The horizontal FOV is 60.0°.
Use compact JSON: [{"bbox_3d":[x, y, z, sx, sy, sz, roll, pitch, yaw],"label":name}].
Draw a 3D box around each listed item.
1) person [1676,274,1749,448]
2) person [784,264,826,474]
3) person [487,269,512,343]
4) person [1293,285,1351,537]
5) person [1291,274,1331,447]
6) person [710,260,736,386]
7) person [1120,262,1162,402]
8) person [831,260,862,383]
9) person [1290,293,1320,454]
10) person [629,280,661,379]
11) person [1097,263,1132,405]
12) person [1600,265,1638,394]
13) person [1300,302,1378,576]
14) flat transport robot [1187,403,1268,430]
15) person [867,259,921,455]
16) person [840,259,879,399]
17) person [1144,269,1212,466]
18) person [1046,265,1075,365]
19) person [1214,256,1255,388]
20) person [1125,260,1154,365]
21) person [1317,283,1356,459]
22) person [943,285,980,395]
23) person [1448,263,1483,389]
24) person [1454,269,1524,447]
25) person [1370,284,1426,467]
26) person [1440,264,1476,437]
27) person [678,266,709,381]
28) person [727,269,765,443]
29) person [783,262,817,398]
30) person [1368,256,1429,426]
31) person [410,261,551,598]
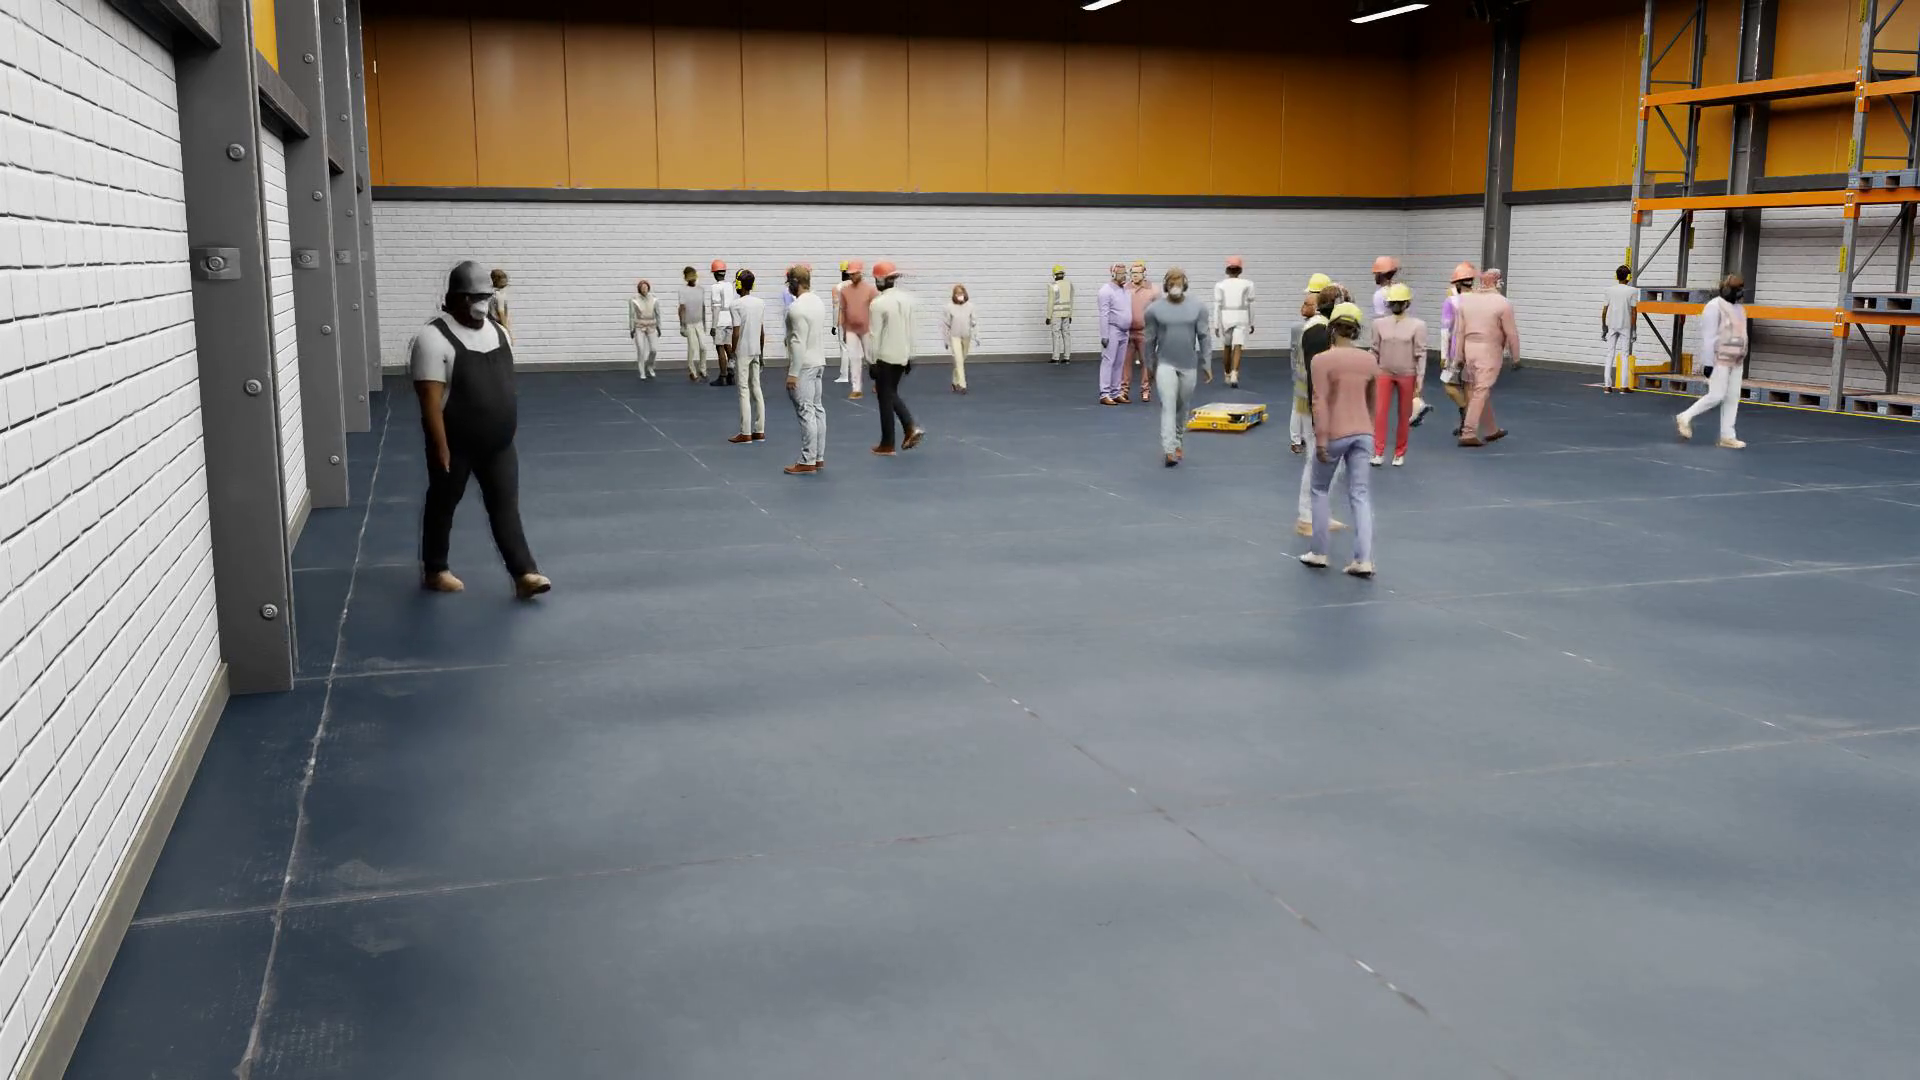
[{"bbox_3d":[8.006,-1.890,17.546,0.638,1.823,0.645,-7,12,-33],"label":"person"},{"bbox_3d":[-1.440,-1.568,15.375,0.370,1.934,0.627,3,10,15],"label":"person"},{"bbox_3d":[-6.604,-2.928,23.631,0.496,1.808,0.660,-8,12,-38],"label":"person"},{"bbox_3d":[2.635,-0.916,12.019,0.431,1.825,0.670,5,11,27],"label":"person"},{"bbox_3d":[3.732,-1.850,17.318,0.404,1.825,0.587,-6,11,-30],"label":"person"},{"bbox_3d":[-3.675,-3.326,25.546,0.360,1.931,0.553,5,11,25],"label":"person"},{"bbox_3d":[2.431,-2.843,22.829,0.642,1.909,0.399,3,10,18],"label":"person"},{"bbox_3d":[-1.764,-3.426,26.147,0.588,1.927,0.370,-7,12,-34],"label":"person"},{"bbox_3d":[3.581,-1.697,16.975,0.500,1.636,0.284,-5,11,-29],"label":"person"},{"bbox_3d":[-5.091,-3.397,26.885,0.525,1.609,0.444,-4,11,-23],"label":"person"},{"bbox_3d":[2.122,-2.775,22.441,0.399,1.907,0.644,8,12,37],"label":"person"},{"bbox_3d":[9.606,-3.067,24.232,0.521,1.873,0.336,8,13,40],"label":"person"},{"bbox_3d":[2.445,-0.640,10.593,0.540,1.723,0.704,-3,10,-19],"label":"person"},{"bbox_3d":[3.167,-1.466,19.590,0.652,0.197,1.431,4,11,22],"label":"flat transport robot"},{"bbox_3d":[-0.702,-1.833,16.763,0.465,1.980,0.641,7,12,35],"label":"person"},{"bbox_3d":[-1.364,-2.986,23.520,0.650,1.959,0.843,4,10,20],"label":"person"},{"bbox_3d":[2.101,-1.673,16.134,0.645,1.893,1.013,0,10,0],"label":"person"},{"bbox_3d":[1.817,-4.124,30.496,0.588,1.822,0.403,-7,12,-34],"label":"person"},{"bbox_3d":[4.178,-3.331,25.423,0.611,1.998,1.052,3,10,15],"label":"person"},{"bbox_3d":[3.250,-4.162,30.442,0.629,1.909,0.477,1,10,4],"label":"person"},{"bbox_3d":[3.665,-1.658,16.442,0.486,1.744,0.294,4,11,24],"label":"person"},{"bbox_3d":[-0.008,-2.928,24.254,0.494,1.582,0.880,-4,11,-21],"label":"person"},{"bbox_3d":[7.637,-3.240,25.201,0.564,1.888,0.986,3,10,16],"label":"person"},{"bbox_3d":[5.653,-1.931,17.676,0.982,1.868,0.641,-5,11,-28],"label":"person"},{"bbox_3d":[4.110,-1.538,15.740,0.548,1.733,0.800,5,11,25],"label":"person"},{"bbox_3d":[5.560,-2.063,18.280,0.564,1.913,0.551,-2,10,-10],"label":"person"},{"bbox_3d":[-4.261,-3.442,26.508,0.543,1.826,0.514,-6,12,-32],"label":"person"},{"bbox_3d":[-2.310,-1.977,17.926,0.325,1.871,0.524,7,12,35],"label":"person"},{"bbox_3d":[-2.128,-2.815,22.639,0.408,1.918,0.558,10,14,44],"label":"person"},{"bbox_3d":[5.105,-2.344,19.669,0.612,2.013,0.935,-9,13,-41],"label":"person"},{"bbox_3d":[-2.883,-0.661,9.810,1.004,2.000,0.697,8,13,38],"label":"person"}]
